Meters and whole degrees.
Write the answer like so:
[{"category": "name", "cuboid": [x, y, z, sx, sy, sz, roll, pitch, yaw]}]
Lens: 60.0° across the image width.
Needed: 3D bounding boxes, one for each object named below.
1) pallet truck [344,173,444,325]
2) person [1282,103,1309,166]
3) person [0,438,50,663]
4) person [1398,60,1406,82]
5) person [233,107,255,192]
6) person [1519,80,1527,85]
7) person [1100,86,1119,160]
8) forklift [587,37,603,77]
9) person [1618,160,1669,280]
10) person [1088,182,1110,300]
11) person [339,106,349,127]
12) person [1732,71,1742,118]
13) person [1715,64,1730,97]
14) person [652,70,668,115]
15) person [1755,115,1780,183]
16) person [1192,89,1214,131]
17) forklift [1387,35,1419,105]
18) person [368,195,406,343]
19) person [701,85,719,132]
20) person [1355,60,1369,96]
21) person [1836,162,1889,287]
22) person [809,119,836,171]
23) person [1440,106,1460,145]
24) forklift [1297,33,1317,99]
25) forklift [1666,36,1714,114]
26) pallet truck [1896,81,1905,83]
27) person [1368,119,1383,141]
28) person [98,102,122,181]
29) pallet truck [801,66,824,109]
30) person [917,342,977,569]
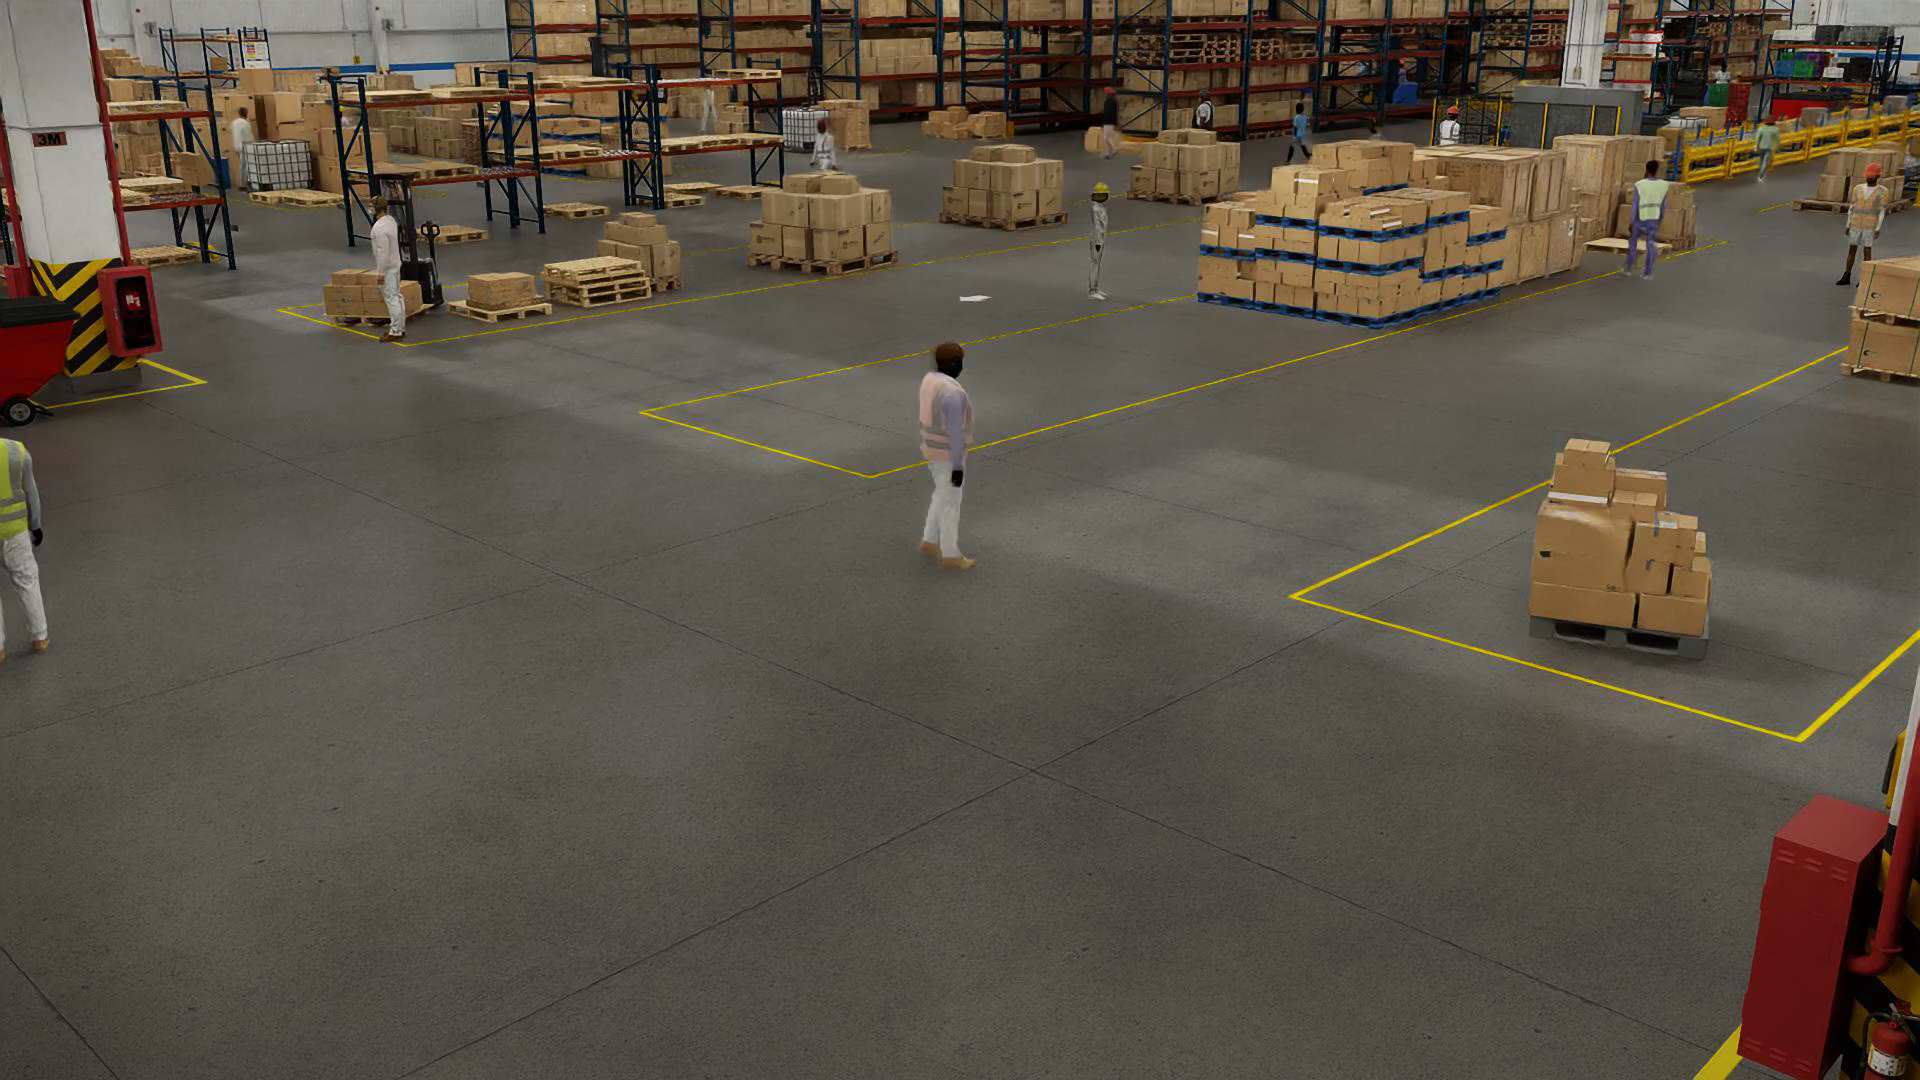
[{"category": "pallet truck", "cuboid": [-8.209, -4.181, 23.757, 0.823, 1.965, 1.885, 3, 19, 9]}, {"category": "person", "cuboid": [8.946, -10.646, 43.780, 0.538, 1.656, 0.884, -16, 24, -39]}, {"category": "person", "cuboid": [-6.729, -0.057, 11.577, 0.633, 1.843, 0.429, -16, 24, -40]}, {"category": "person", "cuboid": [16.794, -17.407, 63.736, 0.581, 1.918, 0.589, 15, 23, 38]}, {"category": "person", "cuboid": [-16.524, -9.074, 38.625, 0.789, 1.910, 0.630, -17, 25, -41]}, {"category": "person", "cuboid": [17.662, -13.523, 52.241, 0.596, 1.795, 0.918, 15, 24, 39]}, {"category": "person", "cuboid": [4.066, -11.421, 45.596, 0.434, 1.974, 0.632, -7, 19, -19]}, {"category": "forklift", "cuboid": [-13.413, -17.166, 61.501, 1.873, 2.768, 1.129, -6, 19, -17]}, {"category": "person", "cuboid": [11.124, -5.223, 27.079, 0.628, 1.879, 0.918, -2, 18, -5]}, {"category": "person", "cuboid": [2.115, -4.538, 25.230, 0.296, 1.745, 0.485, 3, 19, 10]}, {"category": "person", "cuboid": [-15.000, -9.616, 40.333, 0.980, 1.865, 0.579, -9, 20, -25]}, {"category": "person", "cuboid": [27.532, -15.717, 58.935, 0.890, 1.715, 0.551, -1, 18, -4]}, {"category": "person", "cuboid": [30.210, -18.012, 65.938, 0.557, 1.656, 0.820, 6, 19, 17]}, {"category": "person", "cuboid": [-10.174, -14.973, 56.416, 0.587, 1.911, 0.397, 7, 20, 19]}, {"category": "person", "cuboid": [19.624, -9.510, 40.459, 0.502, 1.590, 0.868, 17, 25, 41]}, {"category": "person", "cuboid": [6.335, -10.783, 43.583, 0.535, 2.000, 0.674, 9, 20, 25]}, {"category": "forklift", "cuboid": [16.414, -17.731, 63.204, 1.873, 2.768, 1.129, -2, 19, -7]}, {"category": "person", "cuboid": [-7.618, -3.601, 22.102, 0.372, 1.940, 0.630, -2, 18, -5]}, {"category": "person", "cuboid": [-8.172, -14.178, 54.519, 0.875, 1.591, 0.529, 9, 20, 25]}, {"category": "person", "cuboid": [17.502, -20.237, 72.415, 0.598, 1.817, 0.536, 15, 24, 38]}, {"category": "person", "cuboid": [14.241, -4.961, 26.197, 0.350, 1.942, 0.543, -16, 24, -40]}, {"category": "person", "cuboid": [-2.980, -8.226, 36.216, 1.031, 1.826, 0.570, -9, 20, -25]}, {"category": "person", "cuboid": [11.408, -9.125, 38.772, 0.394, 1.929, 0.539, -11, 22, -31]}, {"category": "forklift", "cuboid": [13.976, -18.941, 66.847, 1.873, 2.768, 1.129, 16, 24, 40]}, {"category": "forklift", "cuboid": [27.341, -17.291, 61.877, 1.129, 2.768, 1.873, 17, 25, 41]}, {"category": "pallet truck", "cuboid": [34.802, -16.331, 61.455, 0.653, 1.274, 1.630, 17, 25, 41]}, {"category": "person", "cuboid": [8.934, -8.217, 36.179, 0.847, 1.825, 0.514, -4, 19, -12]}, {"category": "person", "cuboid": [-20.811, -9.740, 40.601, 0.376, 1.936, 0.549, 8, 20, 24]}, {"category": "pallet truck", "cuboid": [-4.812, -15.182, 56.903, 0.823, 1.965, 1.885, -9, 21, -26]}, {"category": "person", "cuboid": [-0.105, -0.692, 13.518, 0.430, 1.827, 0.699, -7, 20, -21]}]
